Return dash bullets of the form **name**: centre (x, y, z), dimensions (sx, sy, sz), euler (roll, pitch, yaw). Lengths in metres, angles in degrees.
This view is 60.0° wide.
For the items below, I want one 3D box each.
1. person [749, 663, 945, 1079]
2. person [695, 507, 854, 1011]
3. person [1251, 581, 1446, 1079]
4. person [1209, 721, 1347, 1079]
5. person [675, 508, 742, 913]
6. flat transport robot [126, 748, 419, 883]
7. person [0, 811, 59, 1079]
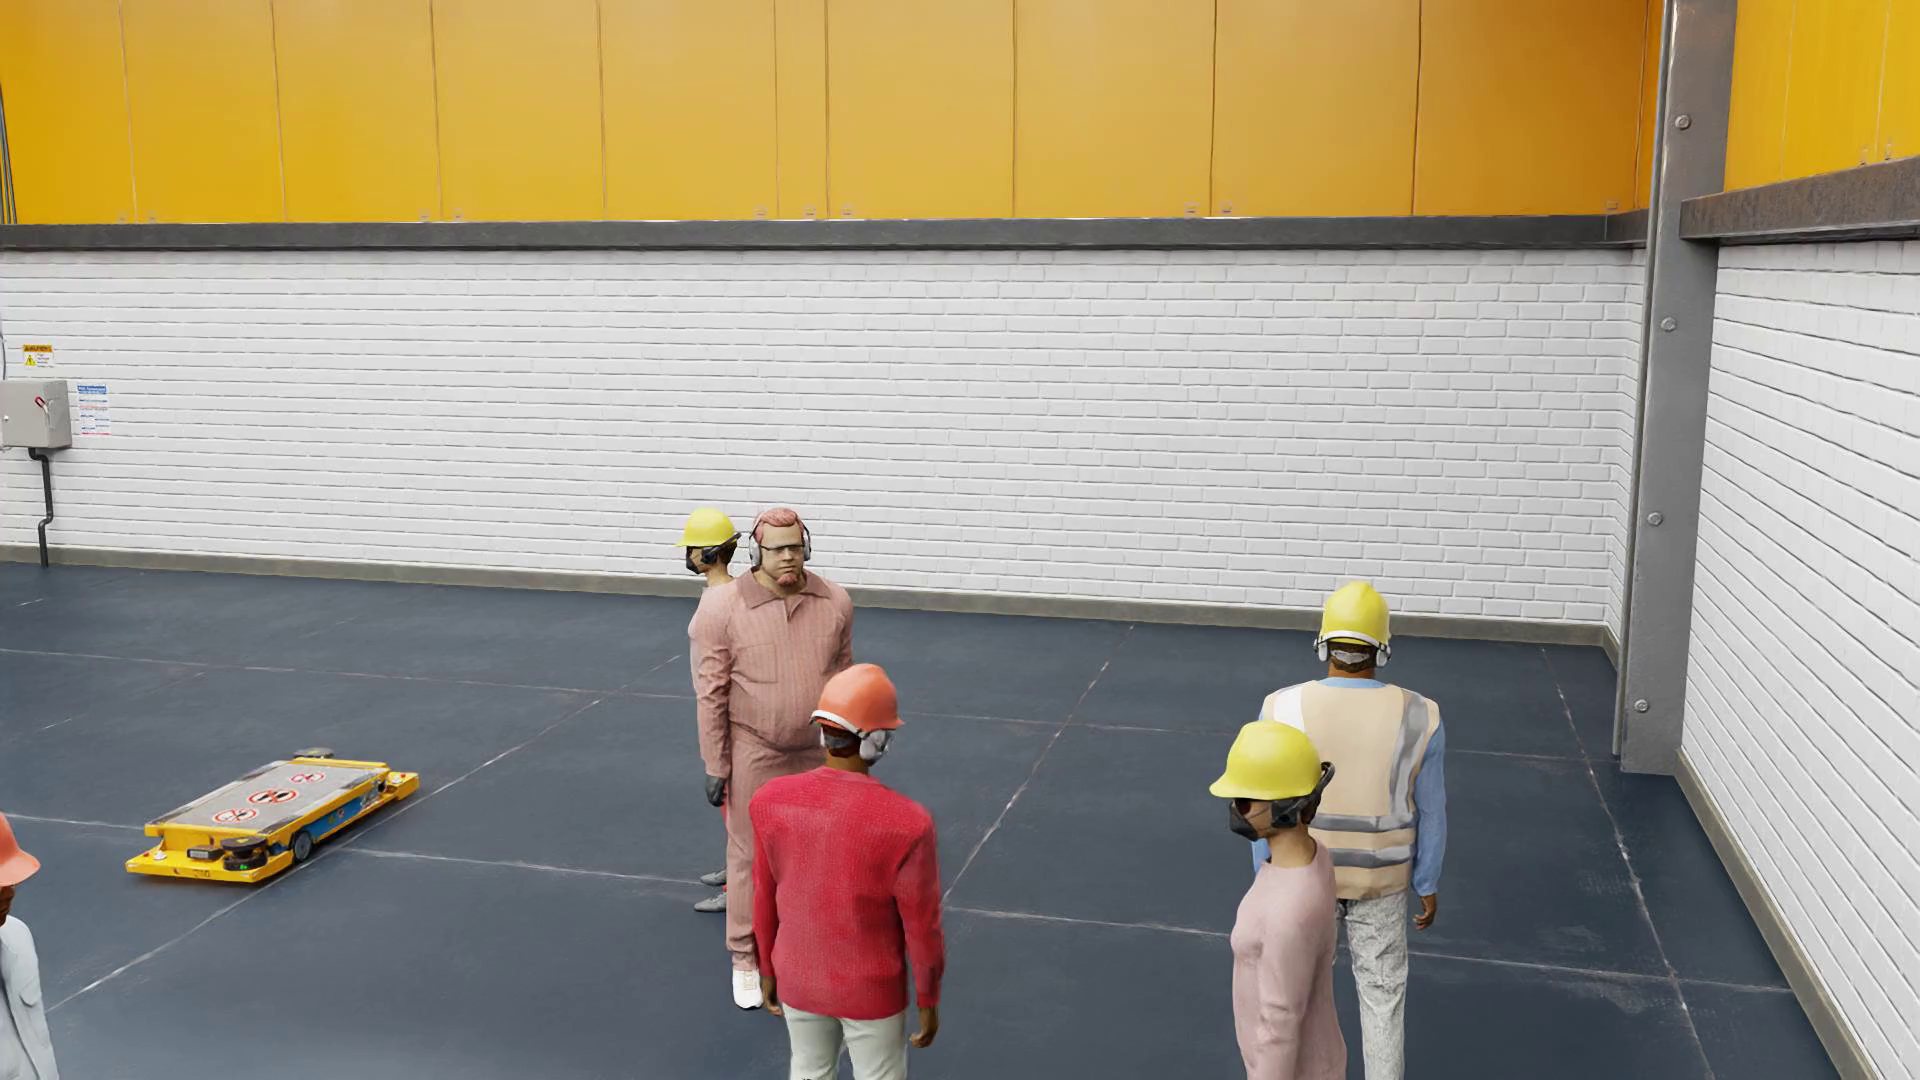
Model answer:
- **person**: centre (-0.303, 1.198, 4.615), dimensions (0.578, 1.738, 0.354), euler (4, 11, 23)
- **person**: centre (-0.672, 0.818, 6.352), dimensions (0.651, 1.907, 0.409), euler (-5, 11, -28)
- **person**: centre (1.221, 1.038, 5.273), dimensions (0.600, 1.829, 0.404), euler (2, 10, 10)
- **person**: centre (0.756, 1.291, 4.005), dimensions (0.339, 1.762, 0.528), euler (3, 10, 15)
- **person**: centre (-1.060, 0.736, 7.249), dimensions (0.327, 1.767, 0.533), euler (0, 10, -2)
- **flat transport robot**: centre (-3.328, 1.325, 8.172), dimensions (0.652, 0.197, 1.431), euler (2, 10, 12)
- **person**: centre (-2.046, 1.378, 3.500), dimensions (0.326, 1.752, 0.559), euler (-1, 10, -3)
